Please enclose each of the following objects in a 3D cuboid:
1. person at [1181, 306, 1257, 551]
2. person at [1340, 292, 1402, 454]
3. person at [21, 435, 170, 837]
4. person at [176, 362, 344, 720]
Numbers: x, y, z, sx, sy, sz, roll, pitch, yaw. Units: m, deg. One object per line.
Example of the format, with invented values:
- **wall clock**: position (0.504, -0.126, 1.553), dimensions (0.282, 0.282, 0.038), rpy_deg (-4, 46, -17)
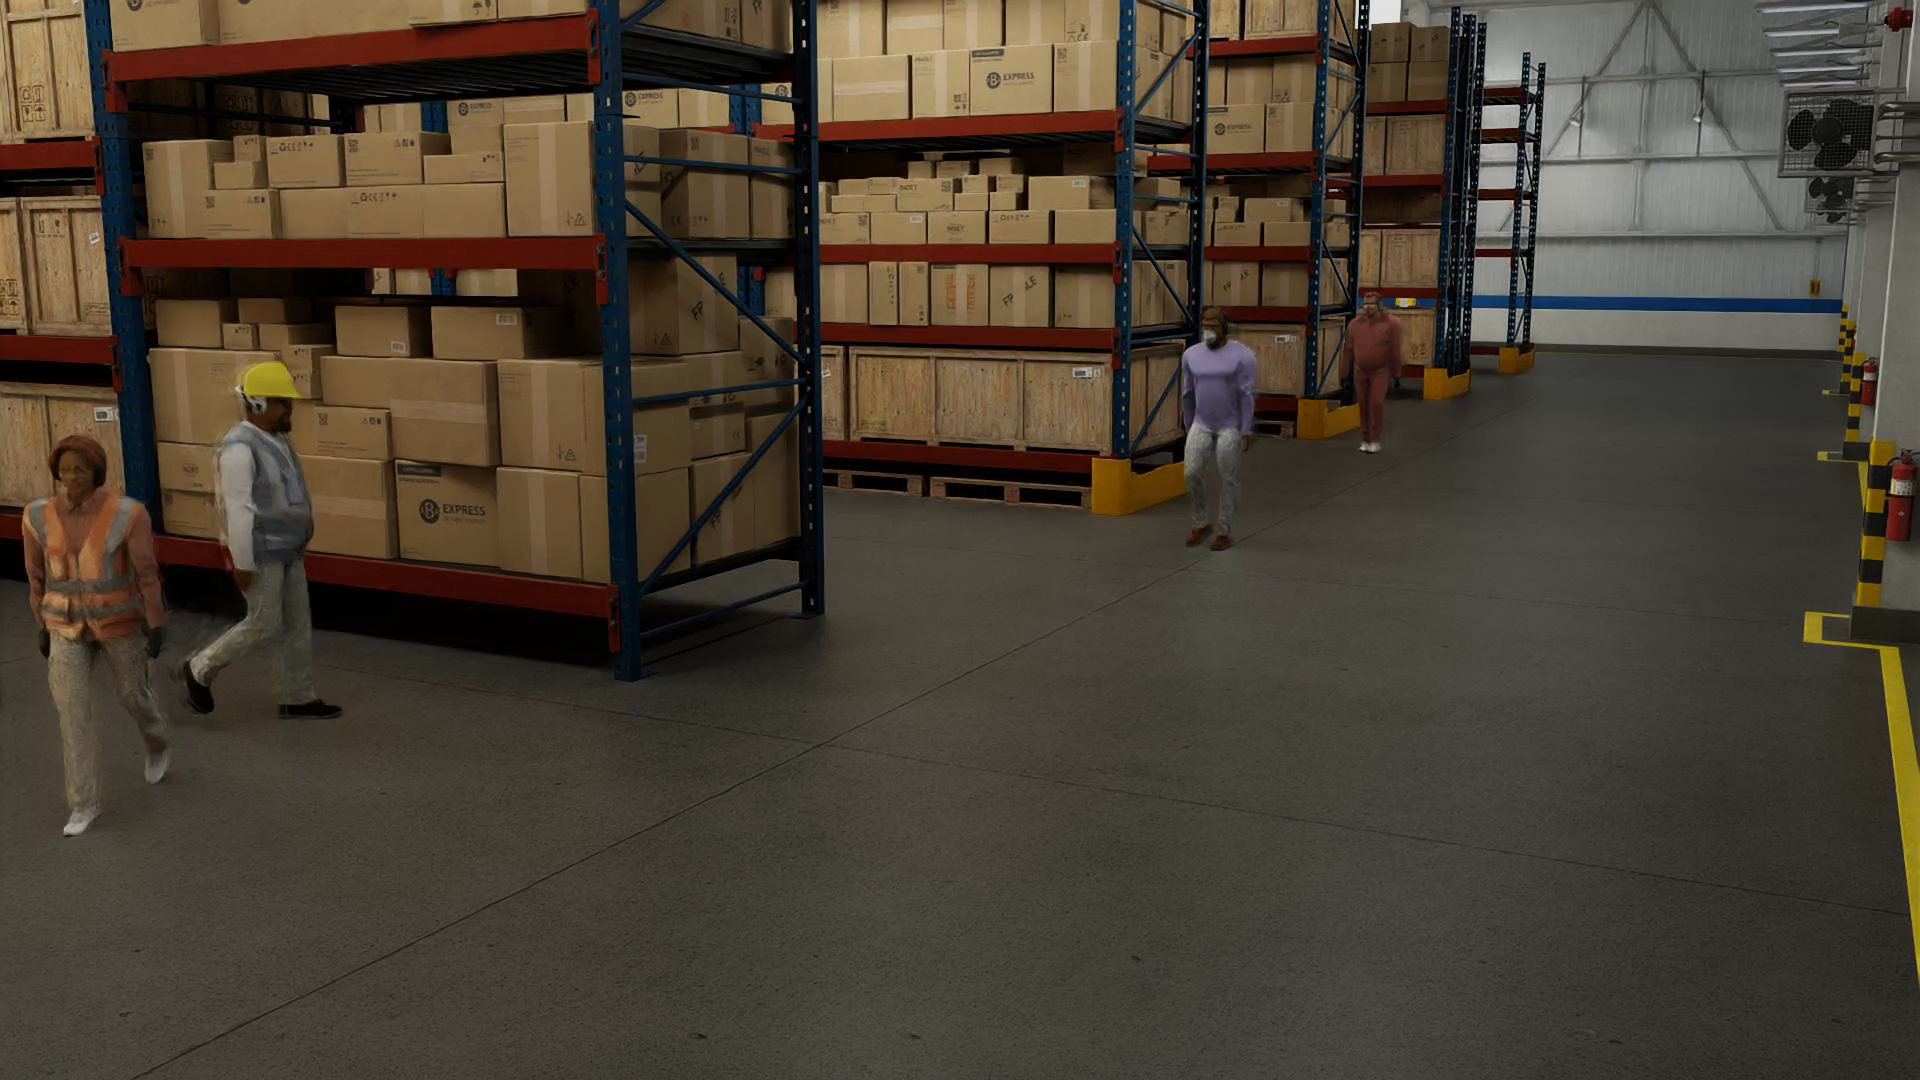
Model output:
- **person**: position (2.006, -0.859, 13.007), dimensions (0.647, 1.923, 0.478), rpy_deg (5, 11, 29)
- **person**: position (4.720, -1.926, 19.291), dimensions (0.686, 1.873, 0.830), rpy_deg (6, 12, 32)
- **person**: position (-3.566, 0.346, 6.939), dimensions (0.525, 1.613, 0.770), rpy_deg (-2, 10, -9)
- **person**: position (-3.486, 0.025, 8.206), dimensions (0.685, 1.808, 0.588), rpy_deg (0, 10, -2)
